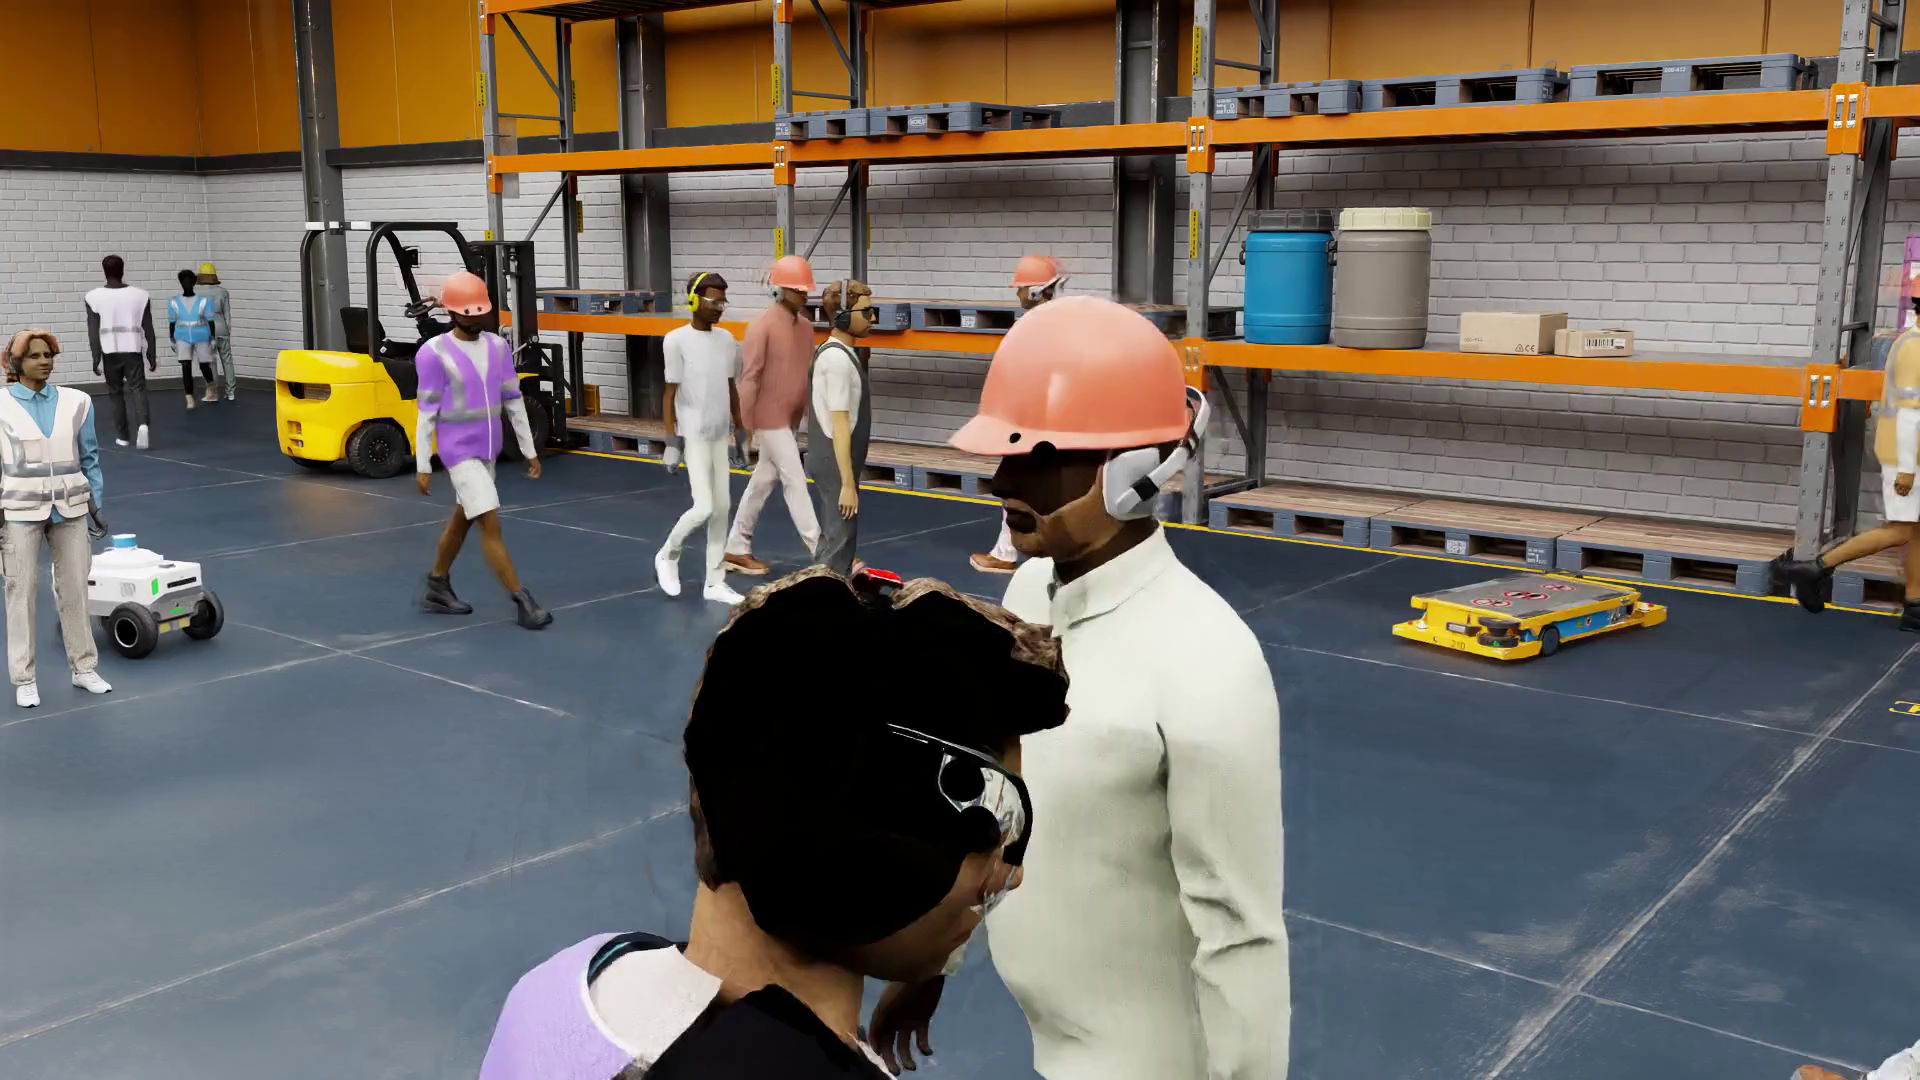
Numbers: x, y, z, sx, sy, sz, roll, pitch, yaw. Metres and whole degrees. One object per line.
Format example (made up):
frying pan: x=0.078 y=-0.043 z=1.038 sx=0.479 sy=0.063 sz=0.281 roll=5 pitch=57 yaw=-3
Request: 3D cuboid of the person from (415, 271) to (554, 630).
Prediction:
person: x=-2.554 y=-0.468 z=8.731 sx=0.970 sy=1.869 sz=0.632 roll=6 pitch=12 yaw=29

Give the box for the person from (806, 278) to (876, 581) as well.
person: x=-0.548 y=-0.293 z=7.797 sx=0.342 sy=1.845 sz=0.506 roll=-2 pitch=10 yaw=-8

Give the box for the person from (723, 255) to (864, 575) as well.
person: x=-1.032 y=-0.707 z=9.880 sx=0.992 sy=1.933 sz=0.649 roll=4 pitch=11 yaw=22

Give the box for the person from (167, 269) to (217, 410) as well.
person: x=-9.262 y=-2.433 z=20.102 sx=0.537 sy=1.679 sz=0.647 roll=-3 pitch=11 yaw=-17

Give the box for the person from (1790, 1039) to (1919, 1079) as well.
person: x=2.185 y=0.479 z=3.363 sx=0.944 sy=1.894 sz=0.654 roll=8 pitch=13 yaw=37

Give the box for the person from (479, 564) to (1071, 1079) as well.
person: x=-0.145 y=0.916 z=1.155 sx=0.485 sy=1.821 sz=0.599 roll=-8 pitch=13 yaw=-37

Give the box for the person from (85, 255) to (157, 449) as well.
person: x=-8.149 y=-1.830 z=16.213 sx=0.595 sy=1.890 sz=0.863 roll=-7 pitch=12 yaw=-33

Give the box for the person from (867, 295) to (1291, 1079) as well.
person: x=0.093 y=0.664 z=2.218 sx=0.978 sy=1.945 sz=0.612 roll=-3 pitch=11 yaw=-14

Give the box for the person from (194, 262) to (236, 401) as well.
person: x=-9.434 y=-2.624 z=20.991 sx=0.299 sy=1.745 sz=0.483 roll=7 pitch=12 yaw=34

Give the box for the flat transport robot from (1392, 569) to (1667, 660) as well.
flat transport robot: x=2.935 y=0.364 z=8.518 sx=1.431 sy=0.197 sz=0.652 roll=-8 pitch=13 yaw=-37

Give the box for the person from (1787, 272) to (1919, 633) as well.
person: x=4.785 y=-0.457 z=8.547 sx=0.751 sy=1.916 sz=0.541 roll=7 pitch=12 yaw=34

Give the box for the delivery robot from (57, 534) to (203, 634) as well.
delivery robot: x=-4.148 y=0.215 z=8.295 sx=0.707 sy=0.478 sz=0.477 roll=4 pitch=11 yaw=21

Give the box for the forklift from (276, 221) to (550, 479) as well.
forklift: x=-4.922 y=-1.741 z=14.854 sx=1.214 sy=2.155 sz=2.313 roll=8 pitch=13 yaw=38

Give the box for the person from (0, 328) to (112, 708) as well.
person: x=-4.023 y=-0.101 z=7.301 sx=0.307 sy=1.640 sz=0.521 roll=9 pitch=14 yaw=41

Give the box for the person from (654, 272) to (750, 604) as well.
person: x=-1.438 y=-0.559 z=9.254 sx=0.455 sy=1.851 sz=0.533 roll=7 pitch=12 yaw=34

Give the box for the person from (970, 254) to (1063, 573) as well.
person: x=0.591 y=-0.723 z=9.919 sx=1.019 sy=1.954 sz=0.622 roll=5 pitch=11 yaw=26
